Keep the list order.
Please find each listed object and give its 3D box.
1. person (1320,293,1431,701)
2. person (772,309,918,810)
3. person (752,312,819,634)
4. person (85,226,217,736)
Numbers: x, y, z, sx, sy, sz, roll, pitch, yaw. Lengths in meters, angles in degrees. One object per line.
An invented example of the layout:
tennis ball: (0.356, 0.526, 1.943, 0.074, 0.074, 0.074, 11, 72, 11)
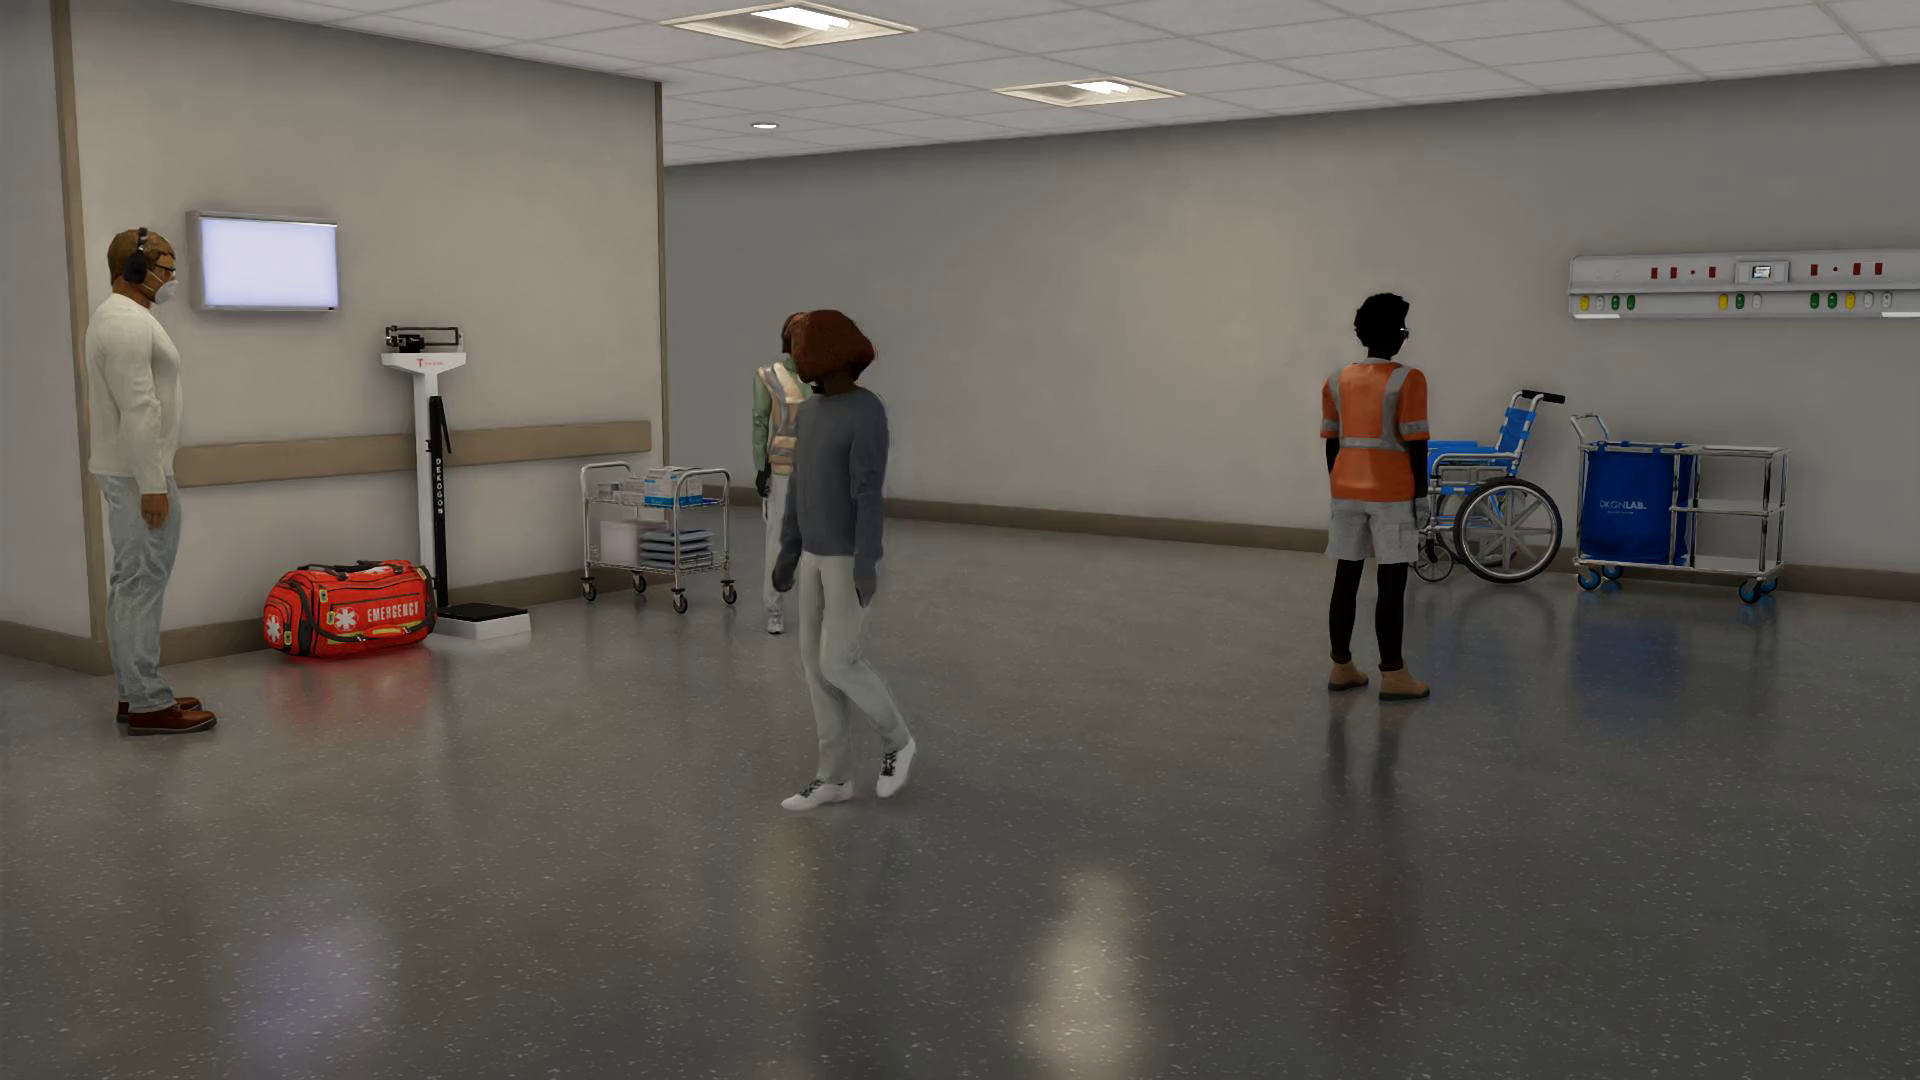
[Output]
person: (1.747, -0.181, 6.976, 0.321, 1.697, 0.529, -5, 9, -38)
person: (-0.369, 0.070, 5.335, 0.436, 1.609, 0.539, -5, 9, -34)
person: (-0.817, -0.342, 8.513, 0.511, 1.638, 0.307, -3, 8, -23)
person: (-3.130, -0.224, 6.382, 0.373, 1.935, 0.628, -4, 8, -31)
